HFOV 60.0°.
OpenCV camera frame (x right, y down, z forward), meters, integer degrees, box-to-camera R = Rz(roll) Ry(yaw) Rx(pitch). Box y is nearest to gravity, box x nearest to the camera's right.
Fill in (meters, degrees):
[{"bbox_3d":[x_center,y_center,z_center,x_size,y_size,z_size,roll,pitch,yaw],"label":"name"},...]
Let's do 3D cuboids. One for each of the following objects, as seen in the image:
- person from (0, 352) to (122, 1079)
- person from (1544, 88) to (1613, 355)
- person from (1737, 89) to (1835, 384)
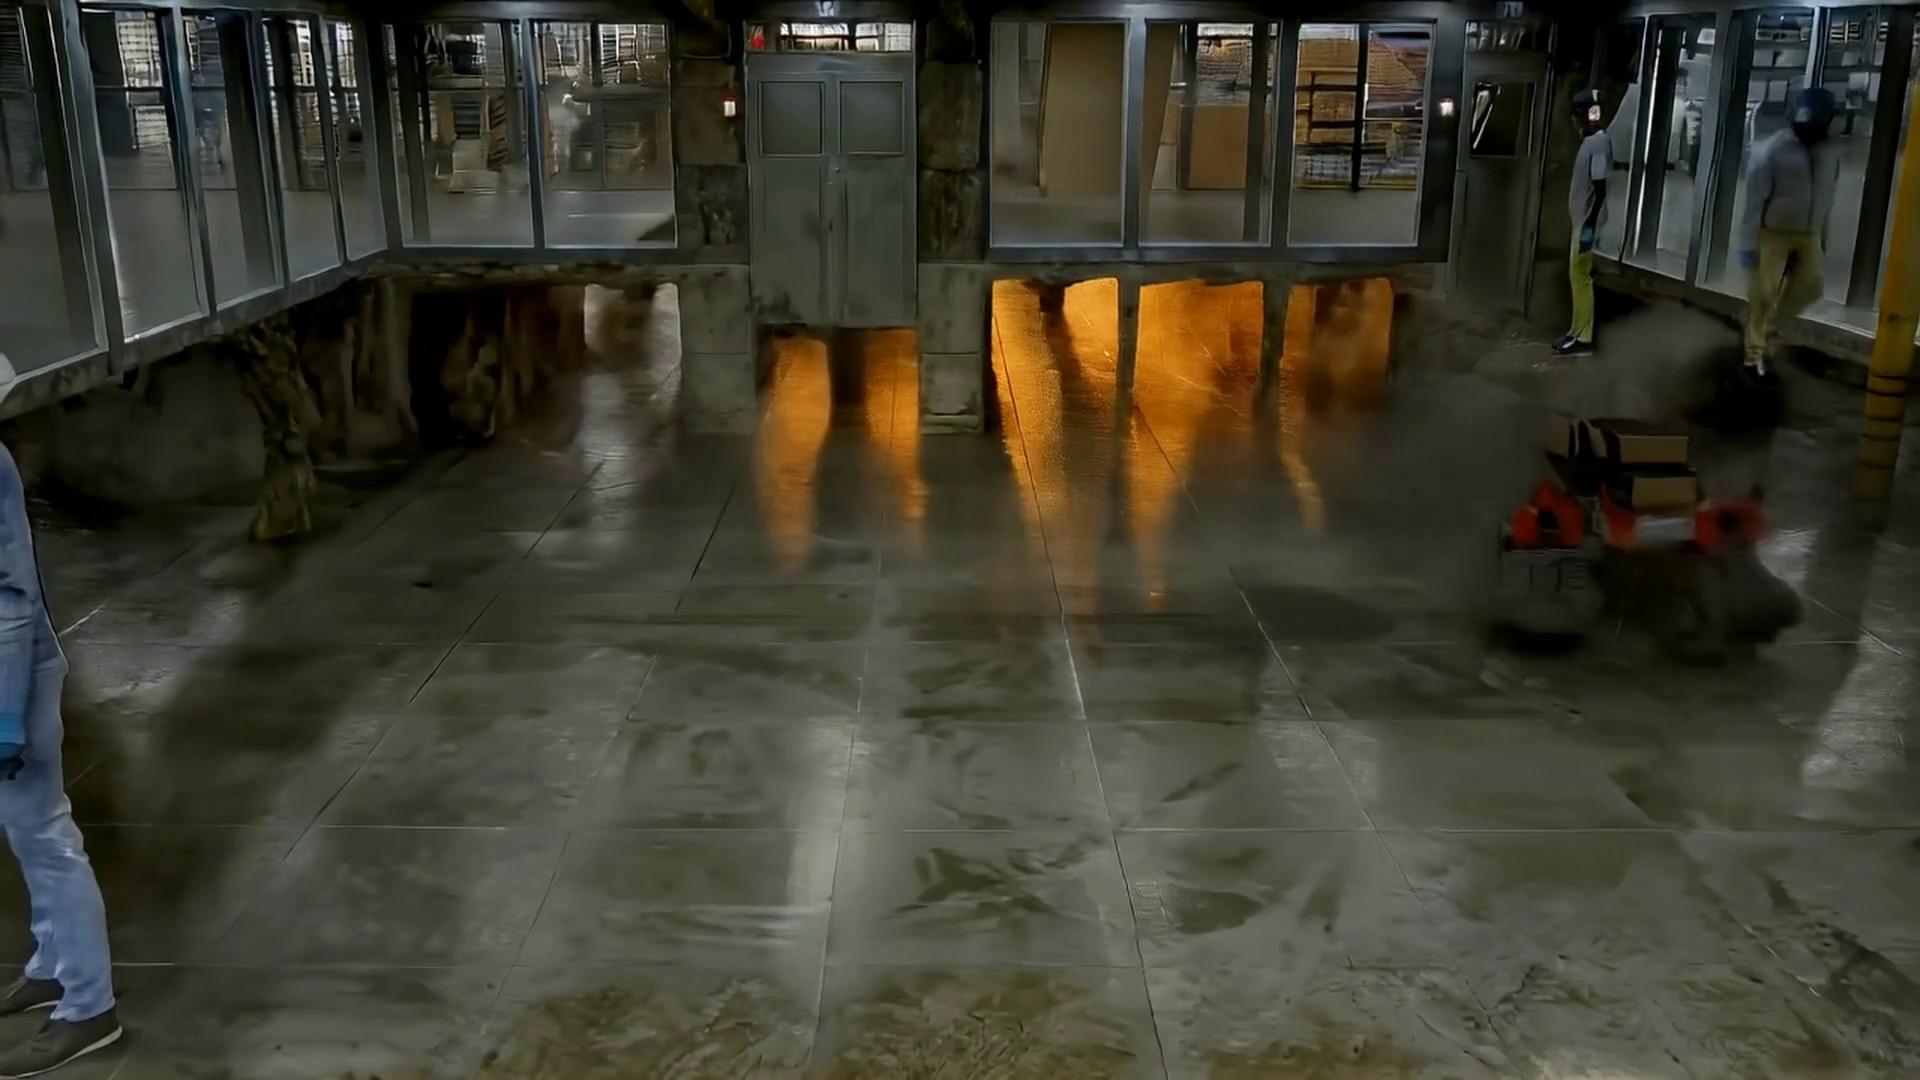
[{"bbox_3d":[-2.022,0.325,3.475,0.279,1.633,0.498,-12,20,-35],"label":"person"},{"bbox_3d":[4.421,-2.245,11.819,0.312,1.866,0.538,3,17,12],"label":"person"},{"bbox_3d":[5.379,-1.972,10.850,0.687,1.885,0.470,-6,17,-19],"label":"person"}]
